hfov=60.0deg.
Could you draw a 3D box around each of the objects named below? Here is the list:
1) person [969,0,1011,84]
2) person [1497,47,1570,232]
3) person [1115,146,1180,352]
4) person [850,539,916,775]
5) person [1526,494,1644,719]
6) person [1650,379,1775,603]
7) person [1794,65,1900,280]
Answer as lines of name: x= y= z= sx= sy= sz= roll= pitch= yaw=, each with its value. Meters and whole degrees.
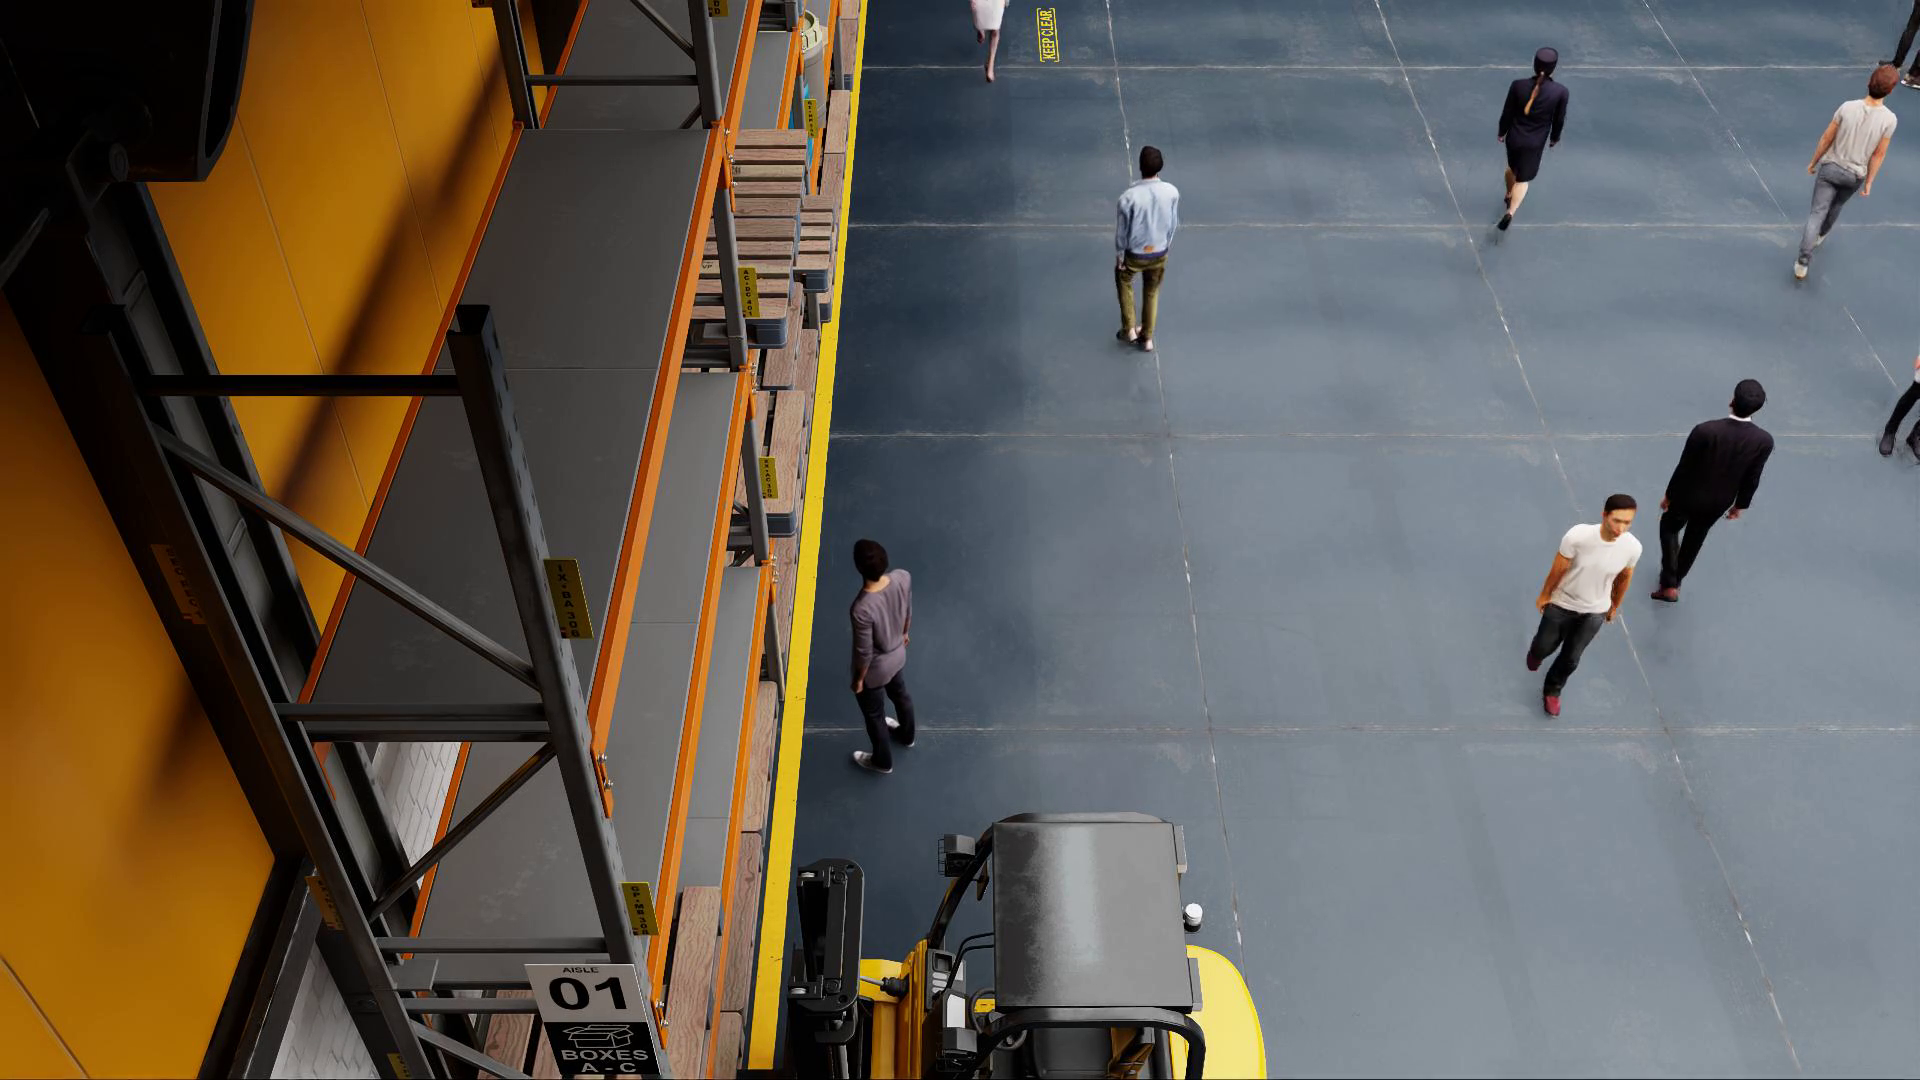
person: x=0.284 y=-5.512 z=16.738 sx=0.630 sy=1.778 sz=0.872 roll=-4 pitch=44 yaw=-5
person: x=5.014 y=-3.503 z=14.728 sx=0.979 sy=1.643 sz=1.170 roll=19 pitch=47 yaw=19
person: x=1.502 y=-2.267 z=13.319 sx=0.735 sy=1.797 sz=0.693 roll=-7 pitch=44 yaw=-7
person: x=-0.485 y=0.710 z=10.155 sx=0.803 sy=1.851 sz=0.690 roll=26 pitch=50 yaw=25
person: x=3.932 y=0.337 z=10.586 sx=0.735 sy=1.796 sz=0.845 roll=7 pitch=44 yaw=7
person: x=4.990 y=-0.239 z=11.136 sx=0.767 sy=1.870 sz=0.802 roll=6 pitch=44 yaw=6
person: x=7.478 y=-3.083 z=14.135 sx=1.039 sy=1.852 sz=1.291 roll=20 pitch=47 yaw=20
